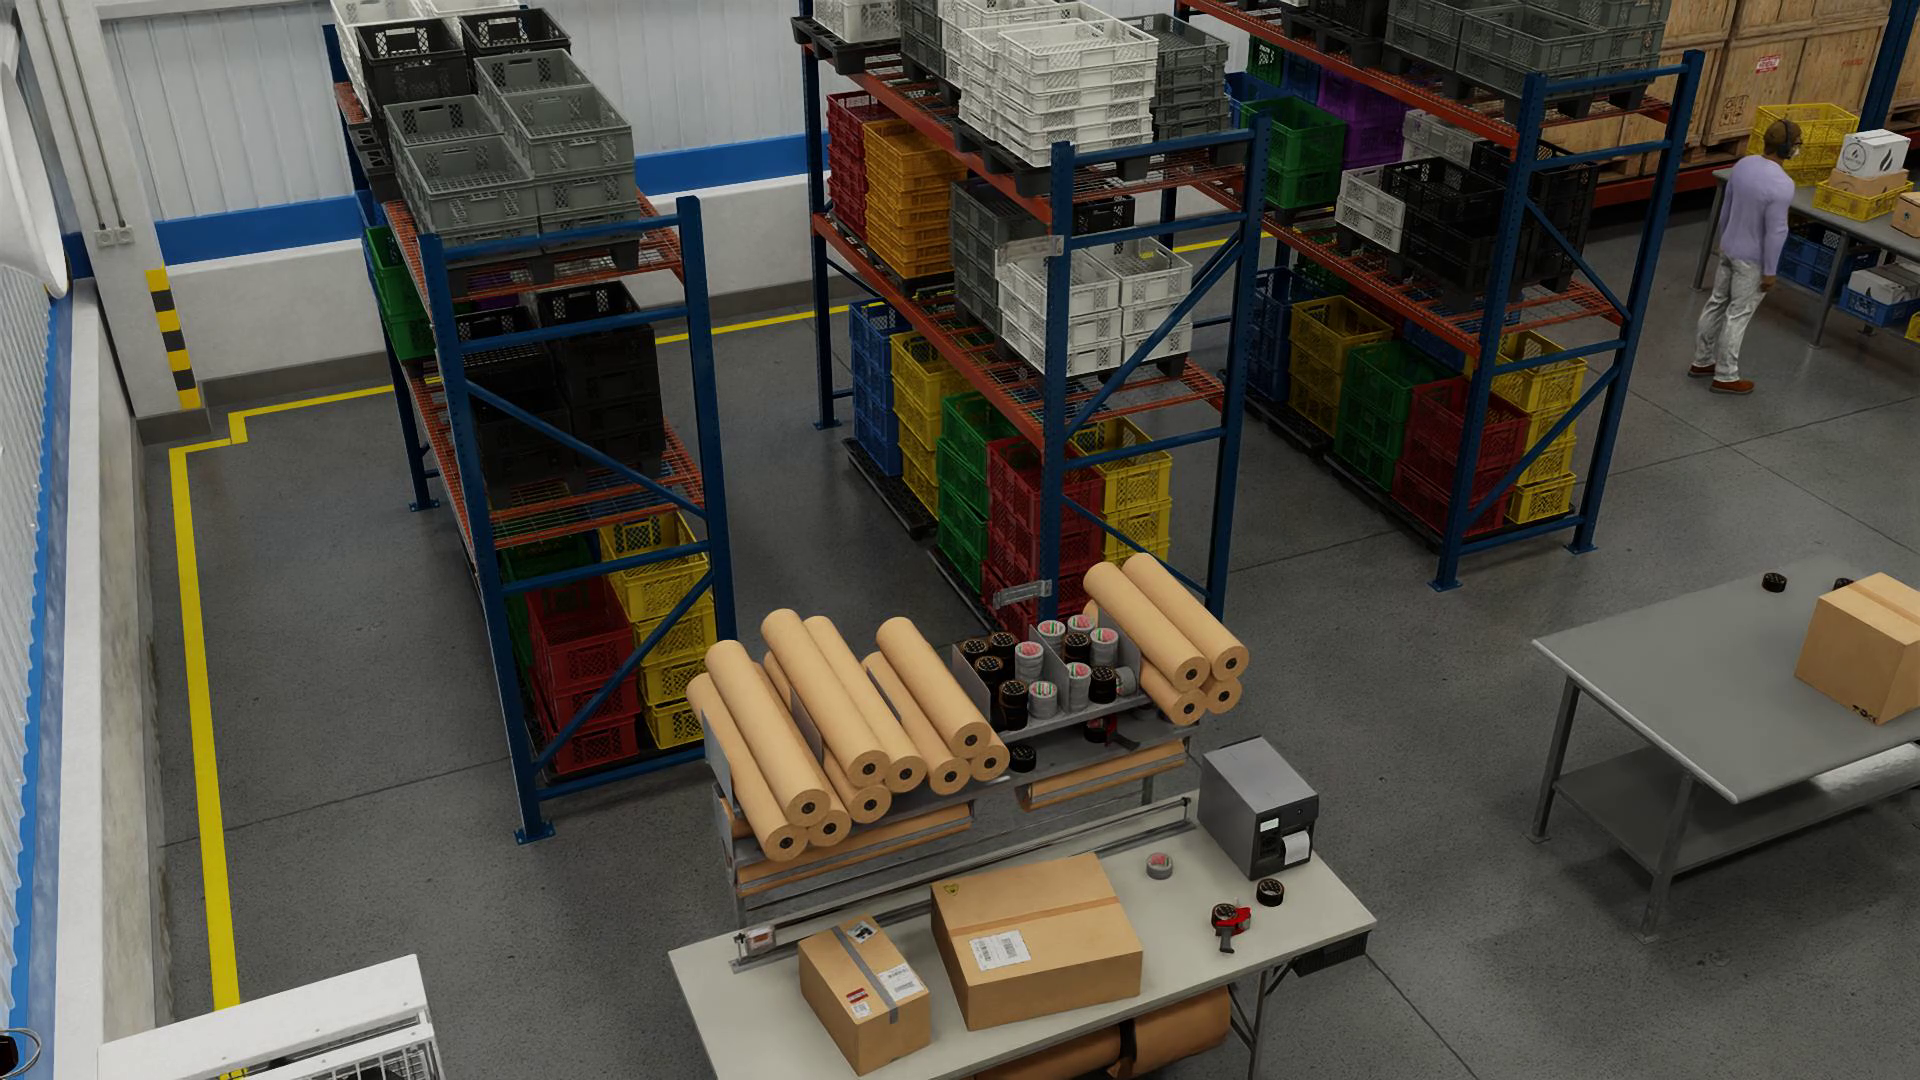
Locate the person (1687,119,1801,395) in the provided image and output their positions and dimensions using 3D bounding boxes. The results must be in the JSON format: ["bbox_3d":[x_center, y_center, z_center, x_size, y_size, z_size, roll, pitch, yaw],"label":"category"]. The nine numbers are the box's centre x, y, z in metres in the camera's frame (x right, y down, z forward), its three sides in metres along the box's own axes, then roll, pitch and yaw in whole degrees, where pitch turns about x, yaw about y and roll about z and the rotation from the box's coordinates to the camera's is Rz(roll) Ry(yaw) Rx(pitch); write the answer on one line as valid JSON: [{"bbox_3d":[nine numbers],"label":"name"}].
[{"bbox_3d":[5.474,-1.968,11.562,0.373,1.941,0.627,-5,32,-7],"label":"person"}]

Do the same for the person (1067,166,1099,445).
[{"bbox_3d":[0.749,-1.566,10.958,0.355,1.887,0.573,8,33,13],"label":"person"}]
